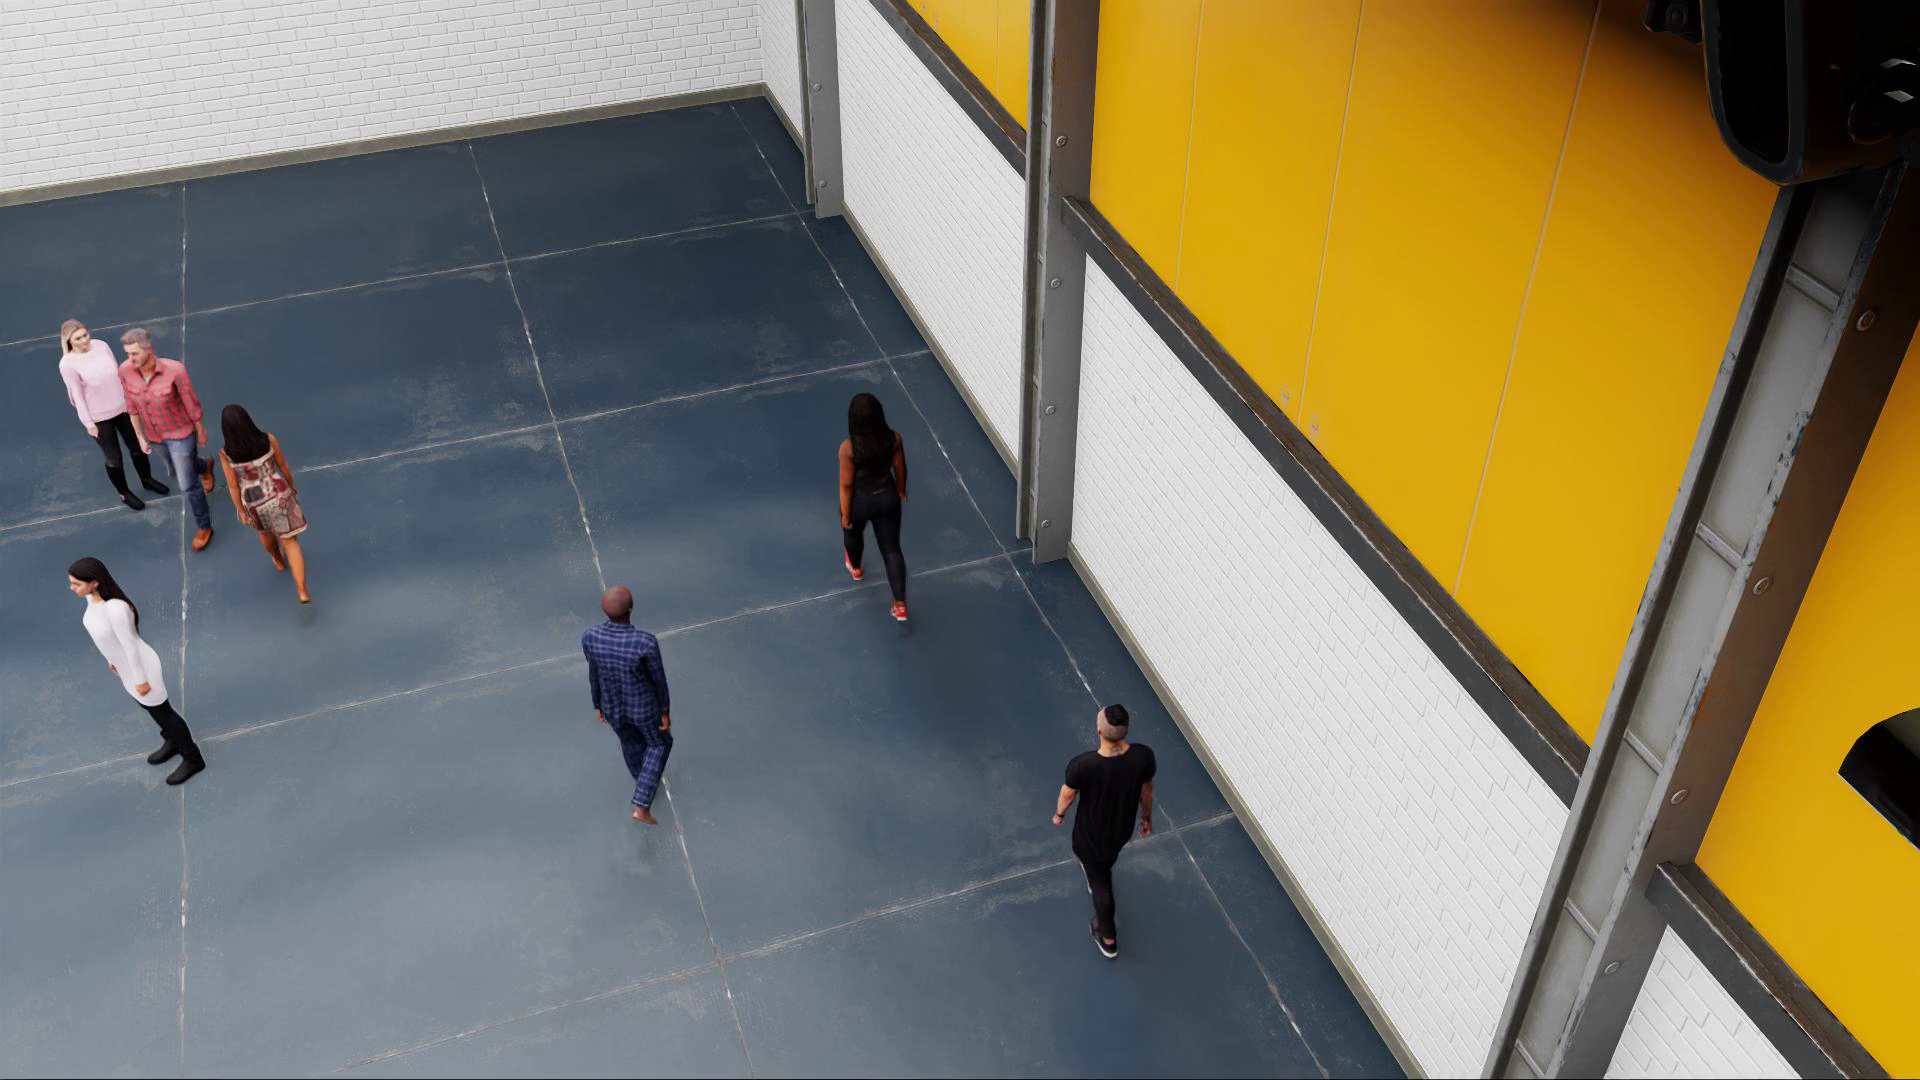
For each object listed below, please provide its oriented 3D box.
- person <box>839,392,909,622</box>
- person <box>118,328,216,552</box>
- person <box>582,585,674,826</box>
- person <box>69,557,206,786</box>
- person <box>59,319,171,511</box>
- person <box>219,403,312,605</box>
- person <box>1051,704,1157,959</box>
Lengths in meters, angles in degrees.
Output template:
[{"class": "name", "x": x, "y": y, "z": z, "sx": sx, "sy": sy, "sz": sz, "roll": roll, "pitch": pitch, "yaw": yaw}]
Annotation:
[{"class": "person", "x": -0.597, "y": -0.208, "z": 11.879, "sx": 0.682, "sy": 1.777, "sz": 1.195, "roll": -13, "pitch": 40, "yaw": -15}, {"class": "person", "x": -5.981, "y": -0.872, "z": 12.693, "sx": 0.989, "sy": 1.799, "sz": 1.232, "roll": 3, "pitch": 39, "yaw": 4}, {"class": "person", "x": -2.050, "y": 1.060, "z": 10.270, "sx": 0.899, "sy": 1.803, "sz": 1.031, "roll": 5, "pitch": 39, "yaw": 6}, {"class": "person", "x": -5.229, "y": 0.804, "z": 10.591, "sx": 0.731, "sy": 1.803, "sz": 0.599, "roll": -32, "pitch": 48, "yaw": -33}, {"class": "person", "x": -6.647, "y": -1.000, "z": 12.948, "sx": 0.733, "sy": 1.681, "sz": 0.685, "roll": 19, "pitch": 42, "yaw": 22}, {"class": "person", "x": -5.005, "y": -0.242, "z": 12.056, "sx": 0.724, "sy": 1.610, "sz": 1.153, "roll": -19, "pitch": 42, "yaw": -22}, {"class": "person", "x": 0.865, "y": 1.676, "z": 9.472, "sx": 0.708, "sy": 1.836, "sz": 0.969, "roll": -12, "pitch": 40, "yaw": -15}]
